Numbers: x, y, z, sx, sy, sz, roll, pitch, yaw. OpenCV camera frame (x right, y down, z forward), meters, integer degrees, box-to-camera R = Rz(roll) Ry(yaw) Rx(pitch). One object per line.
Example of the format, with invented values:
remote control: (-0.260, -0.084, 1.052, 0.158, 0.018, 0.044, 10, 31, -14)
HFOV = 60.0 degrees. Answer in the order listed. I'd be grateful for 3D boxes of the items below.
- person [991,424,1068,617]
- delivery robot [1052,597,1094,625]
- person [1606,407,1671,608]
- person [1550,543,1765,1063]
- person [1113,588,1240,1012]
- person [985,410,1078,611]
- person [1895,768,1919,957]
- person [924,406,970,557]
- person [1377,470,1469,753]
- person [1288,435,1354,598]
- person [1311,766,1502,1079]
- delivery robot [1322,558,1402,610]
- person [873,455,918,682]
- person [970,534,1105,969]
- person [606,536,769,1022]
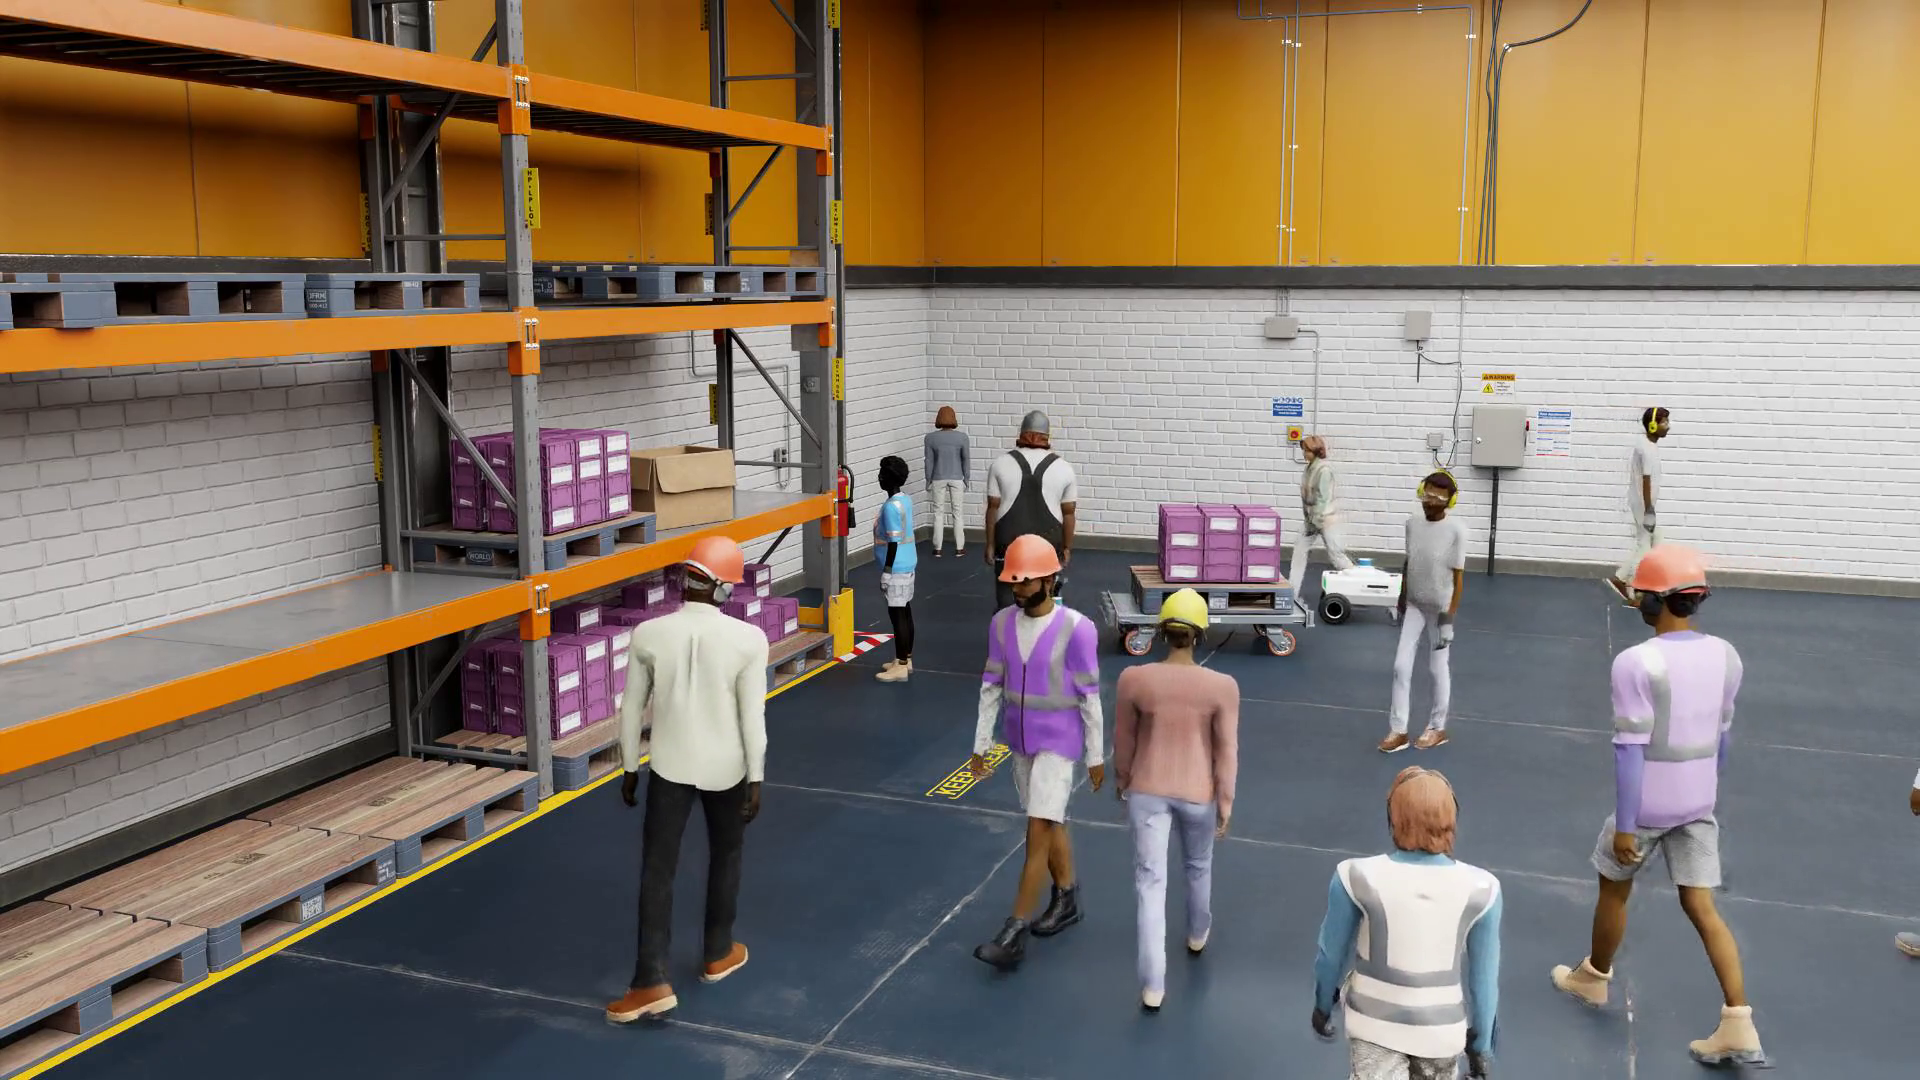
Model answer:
person: (0.653, -0.198, 14.772, 0.766, 1.784, 0.647, -5, 10, -30)
delivery robot: (0.733, 0.679, 12.790, 0.477, 0.478, 0.707, -5, 11, -26)
person: (6.206, -0.284, 15.075, 0.431, 1.859, 0.505, 5, 10, 27)
person: (2.802, 1.012, 6.523, 0.627, 1.999, 1.034, -3, 10, -19)
person: (0.913, 1.059, 7.089, 0.528, 1.722, 0.889, 1, 9, 9)
person: (0.545, -0.010, 12.781, 0.703, 2.000, 0.564, 0, 9, 0)
person: (4.249, 0.974, 7.135, 0.605, 1.865, 0.645, -6, 11, -34)
person: (-0.137, -0.630, 17.944, 0.499, 1.634, 0.288, 0, 9, -1)
person: (2.938, 0.463, 10.476, 0.697, 1.825, 0.549, -8, 12, -41)
person: (3.354, -0.178, 15.248, 0.869, 1.591, 0.492, -3, 9, -15)
person: (1.324, 1.458, 4.956, 0.512, 1.594, 0.864, 0, 9, 0)
delivery robot: (3.531, 0.402, 14.548, 0.707, 0.478, 0.477, 2, 9, 14)
person: (-0.488, 0.212, 12.462, 0.320, 1.697, 0.531, 2, 9, 10)
person: (0.278, 0.922, 7.373, 0.580, 1.889, 0.939, 8, 12, 41)
person: (-1.123, 0.980, 6.911, 0.660, 1.951, 0.770, 0, 9, -2)
